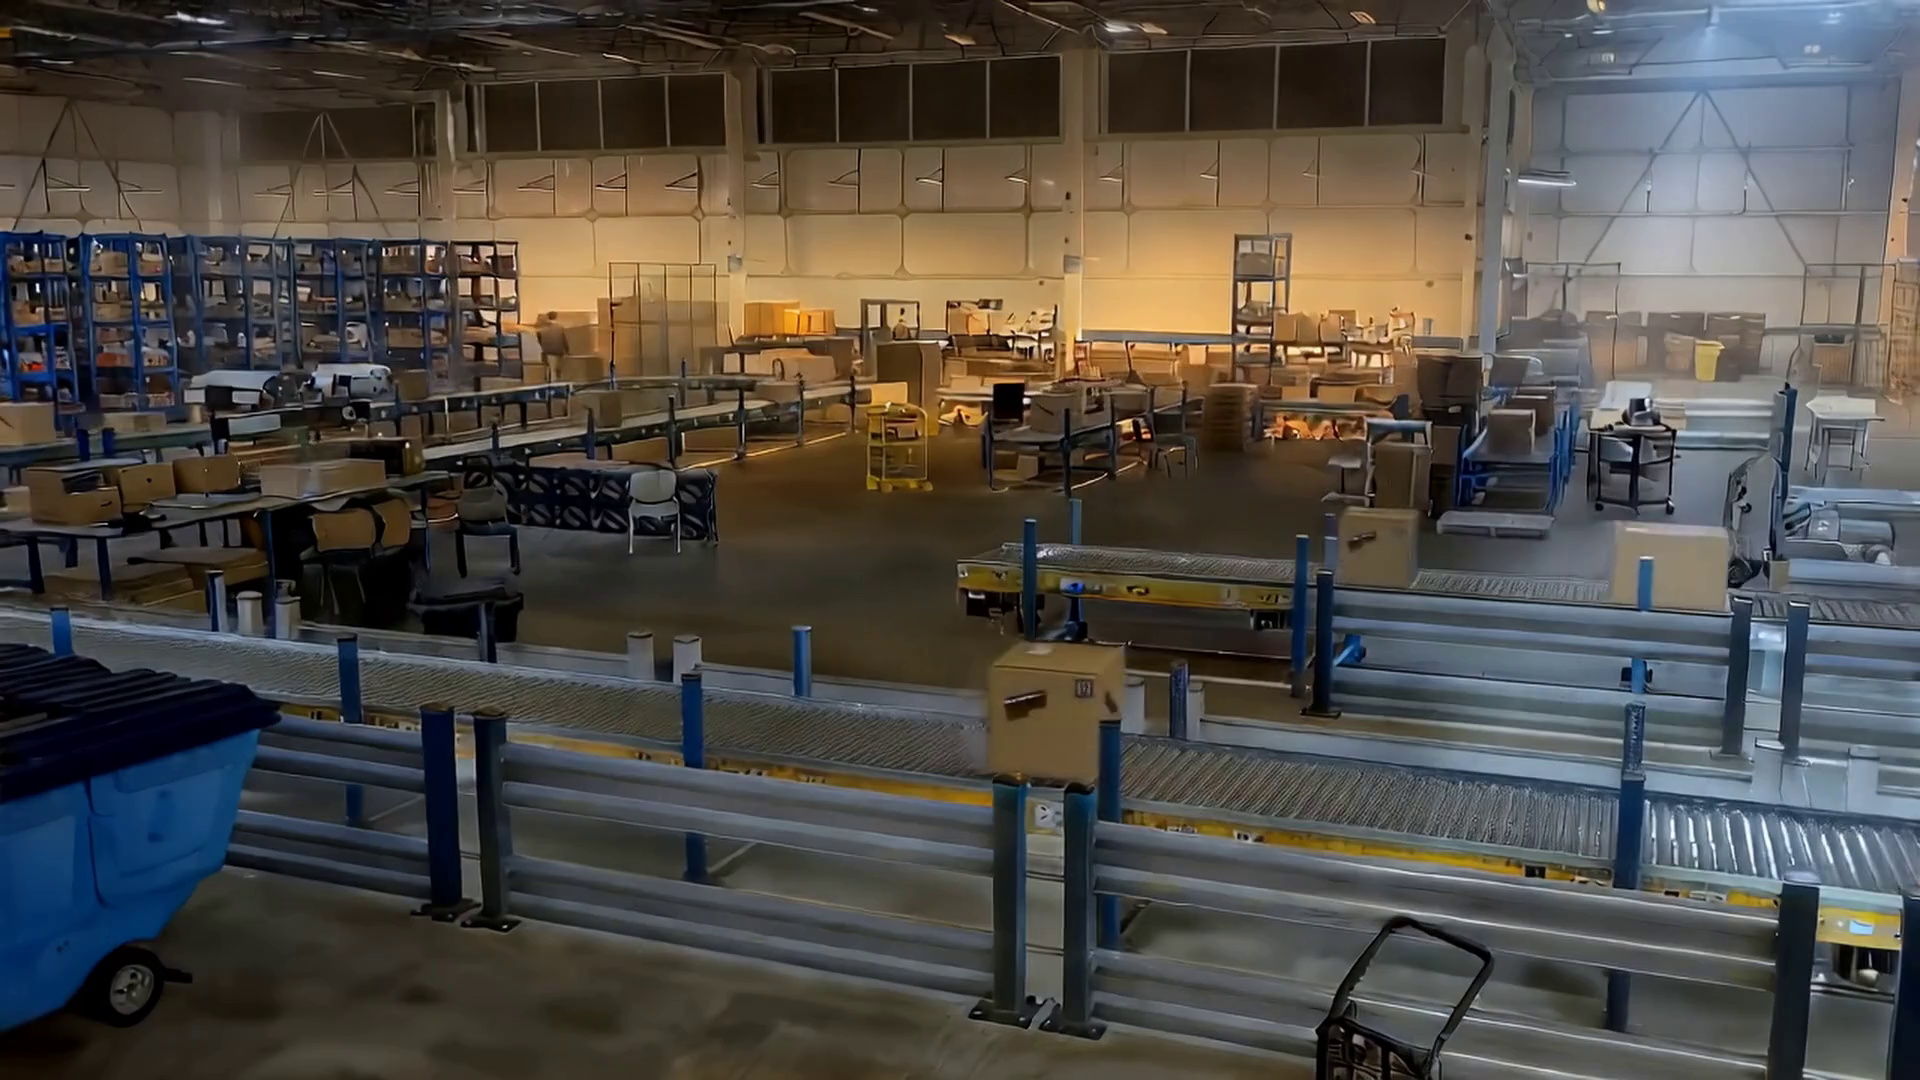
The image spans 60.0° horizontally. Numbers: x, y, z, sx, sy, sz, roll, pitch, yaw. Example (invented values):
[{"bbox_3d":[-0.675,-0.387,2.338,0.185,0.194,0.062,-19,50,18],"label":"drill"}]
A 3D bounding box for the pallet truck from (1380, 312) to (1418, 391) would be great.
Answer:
[{"bbox_3d":[10.207,-4.283,38.369,0.823,1.965,1.885,3,10,20],"label":"pallet truck"}]

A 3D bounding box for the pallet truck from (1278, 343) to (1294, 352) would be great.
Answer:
[{"bbox_3d":[7.886,-4.163,39.743,0.653,1.274,1.630,4,10,22],"label":"pallet truck"}]

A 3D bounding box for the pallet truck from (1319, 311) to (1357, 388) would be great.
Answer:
[{"bbox_3d":[9.071,-4.419,39.190,0.823,1.965,1.885,5,10,26],"label":"pallet truck"}]

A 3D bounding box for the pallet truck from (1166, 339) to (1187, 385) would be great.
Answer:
[{"bbox_3d":[5.418,-4.269,40.420,0.704,1.261,1.522,3,10,20],"label":"pallet truck"}]

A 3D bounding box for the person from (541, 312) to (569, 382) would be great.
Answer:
[{"bbox_3d":[-9.497,-4.355,38.943,0.623,1.958,0.973,-7,12,-35],"label":"person"}]

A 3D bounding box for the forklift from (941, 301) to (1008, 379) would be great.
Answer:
[{"bbox_3d":[0.365,-4.966,41.571,1.157,1.987,2.680,3,10,20],"label":"forklift"}]

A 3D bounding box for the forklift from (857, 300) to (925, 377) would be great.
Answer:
[{"bbox_3d":[-1.732,-5.109,42.468,1.157,1.987,2.680,4,10,22],"label":"forklift"}]

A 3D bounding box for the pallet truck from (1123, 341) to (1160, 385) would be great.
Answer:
[{"bbox_3d":[4.445,-4.380,41.279,0.680,1.201,1.601,4,10,22],"label":"pallet truck"}]
